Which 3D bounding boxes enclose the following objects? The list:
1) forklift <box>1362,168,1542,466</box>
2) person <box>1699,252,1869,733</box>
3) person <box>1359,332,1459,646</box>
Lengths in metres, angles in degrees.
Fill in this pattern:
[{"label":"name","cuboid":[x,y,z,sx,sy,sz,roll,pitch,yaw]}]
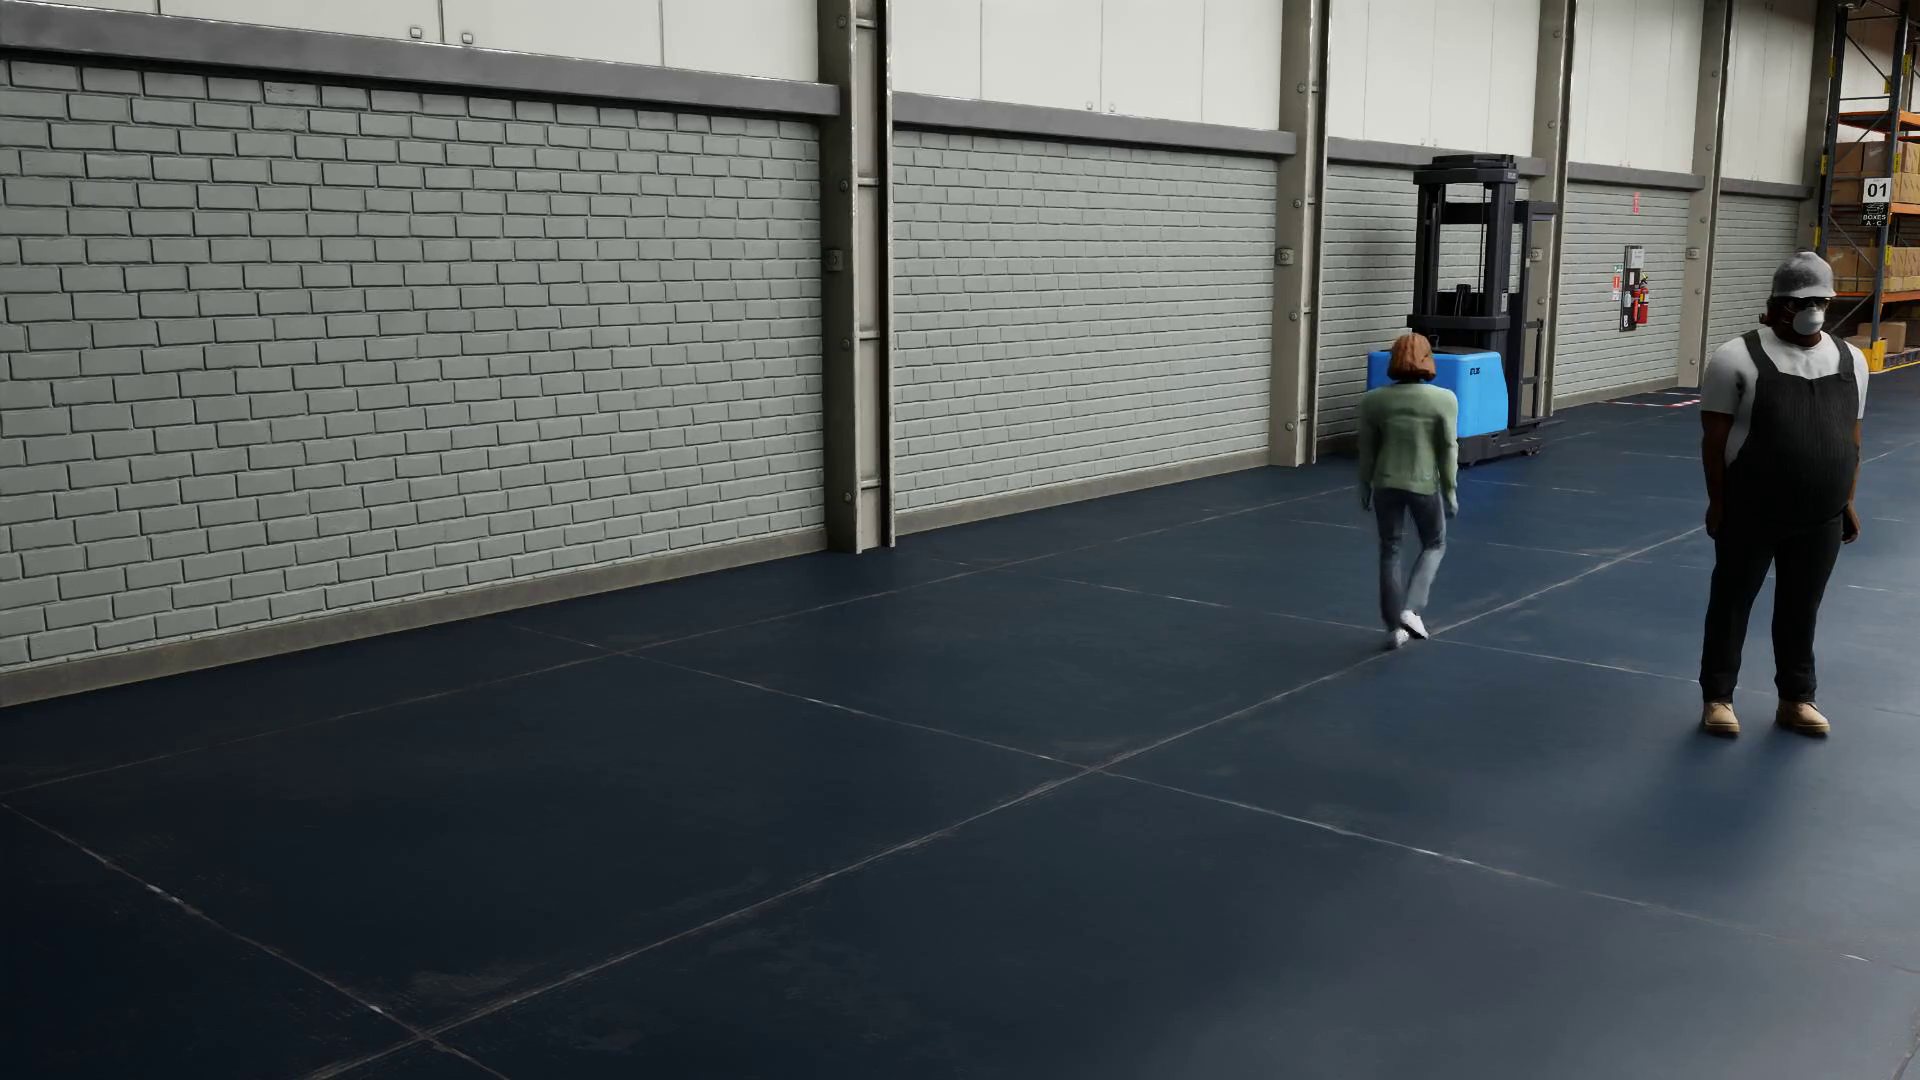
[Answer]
[{"label":"forklift","cuboid":[4.875,-2.212,16.287,1.129,2.768,1.873,8,13,40]},{"label":"person","cuboid":[3.496,-0.165,7.021,0.676,2.000,0.536,0,10,0]},{"label":"person","cuboid":[2.314,-0.255,8.577,0.530,1.619,0.341,6,12,30]}]
